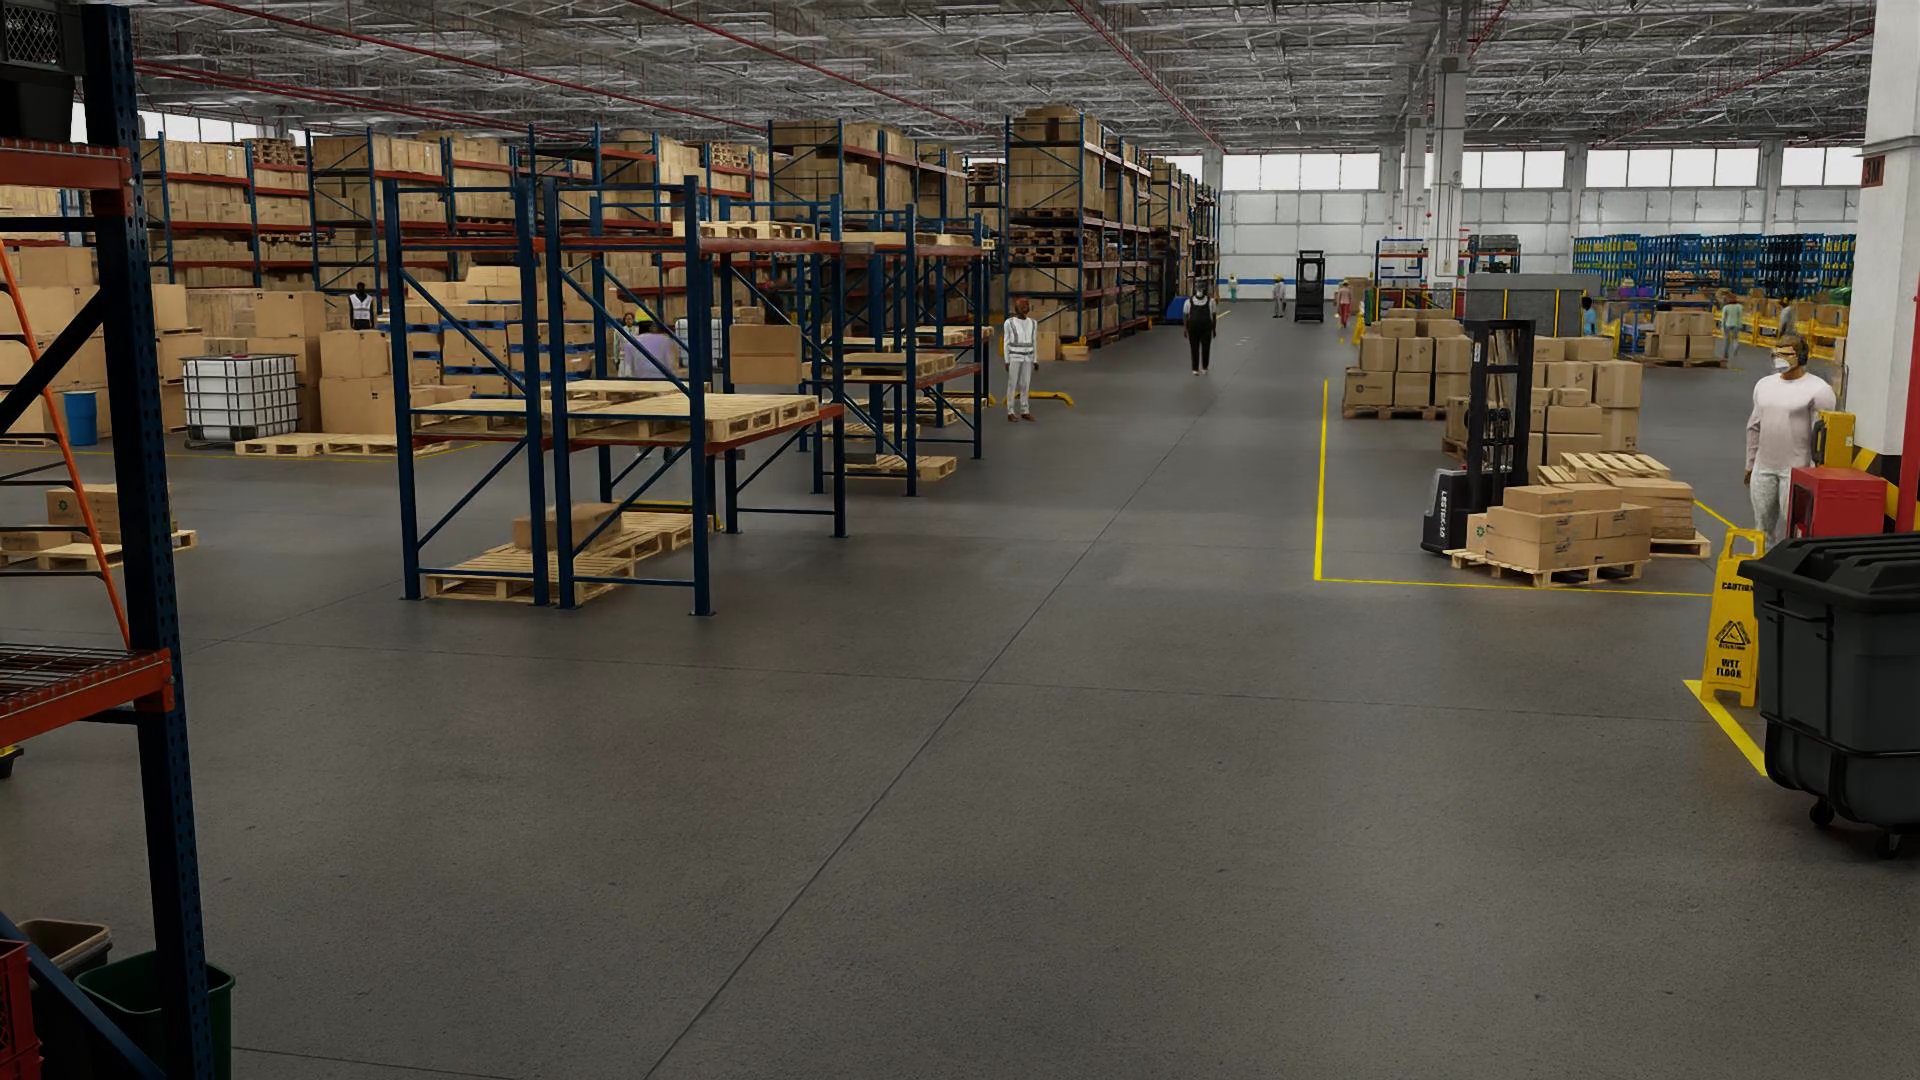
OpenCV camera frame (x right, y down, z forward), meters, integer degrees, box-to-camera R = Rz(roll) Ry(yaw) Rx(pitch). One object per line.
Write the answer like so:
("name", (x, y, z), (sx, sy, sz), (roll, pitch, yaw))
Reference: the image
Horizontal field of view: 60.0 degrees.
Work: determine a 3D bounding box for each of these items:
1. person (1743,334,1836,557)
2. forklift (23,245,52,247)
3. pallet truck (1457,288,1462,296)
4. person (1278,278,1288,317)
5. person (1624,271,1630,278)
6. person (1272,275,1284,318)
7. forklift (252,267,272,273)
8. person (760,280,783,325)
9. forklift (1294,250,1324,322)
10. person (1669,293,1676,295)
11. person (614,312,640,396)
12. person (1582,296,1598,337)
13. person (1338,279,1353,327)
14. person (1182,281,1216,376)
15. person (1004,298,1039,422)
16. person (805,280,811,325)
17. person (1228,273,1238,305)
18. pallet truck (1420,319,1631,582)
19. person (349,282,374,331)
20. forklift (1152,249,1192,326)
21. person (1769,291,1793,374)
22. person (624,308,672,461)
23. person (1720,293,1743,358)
("person", (5.952, -0.512, 12.021), (0.373, 1.940, 0.627), (-5, 11, -29))
("forklift", (-24.120, -6.331, 43.694), (1.873, 2.768, 1.129), (-1, 10, -4))
("pallet truck", (20.506, -9.785, 68.819), (0.653, 1.274, 1.630), (2, 10, 12))
("person", (13.812, -10.394, 71.322), (0.545, 1.667, 0.673), (-5, 11, -29))
("person", (32.309, -12.091, 80.578), (0.394, 1.942, 0.601), (5, 11, 28))
("person", (13.435, -10.287, 70.265), (0.404, 1.822, 0.590), (-4, 11, -24))
("forklift", (-24.092, -8.633, 57.327), (1.129, 2.768, 1.873), (-9, 13, -42))
("person", (-4.488, -5.081, 38.976), (0.651, 1.974, 0.625), (8, 13, 40))
("forklift", (13.778, -10.002, 65.433), (1.129, 2.768, 1.873), (2, 10, 12))
("person", (34.621, -12.042, 80.611), (0.404, 1.831, 0.600), (-5, 11, -25))
("person", (-5.310, -2.850, 26.752), (0.514, 1.641, 0.309), (-5, 11, -25))
("person", (14.398, -4.714, 37.720), (0.638, 1.655, 0.521), (2, 10, 14))
("person", (14.021, -8.614, 60.586), (0.530, 1.744, 0.746), (3, 10, 18))
("person", (5.053, -4.474, 35.182), (0.713, 2.000, 0.772), (2, 10, 11))
("person", (0.933, -2.747, 25.422), (0.573, 1.883, 0.355), (-5, 11, -27))
("person", (-5.612, -8.883, 62.302), (0.537, 1.696, 0.321), (-3, 10, -18))
("person", (14.964, -13.752, 91.046), (0.556, 1.736, 0.485), (0, 10, 3))
("pallet truck", (4.543, -0.757, 13.299), (0.823, 1.965, 1.885), (-4, 10, -22))
("person", (-14.900, -5.464, 41.447), (0.591, 1.910, 0.387), (-6, 11, -30))
("forklift", (7.741, -9.231, 60.868), (1.873, 2.768, 1.129), (2, 10, 12))
("person", (16.094, -3.949, 32.662), (0.644, 1.843, 0.551), (4, 10, 24))
("person", (-3.810, -1.908, 20.427), (0.594, 1.900, 0.830), (-5, 11, -26))
("person", (19.269, -5.343, 41.539), (0.519, 1.620, 0.411), (2, 10, 9))
